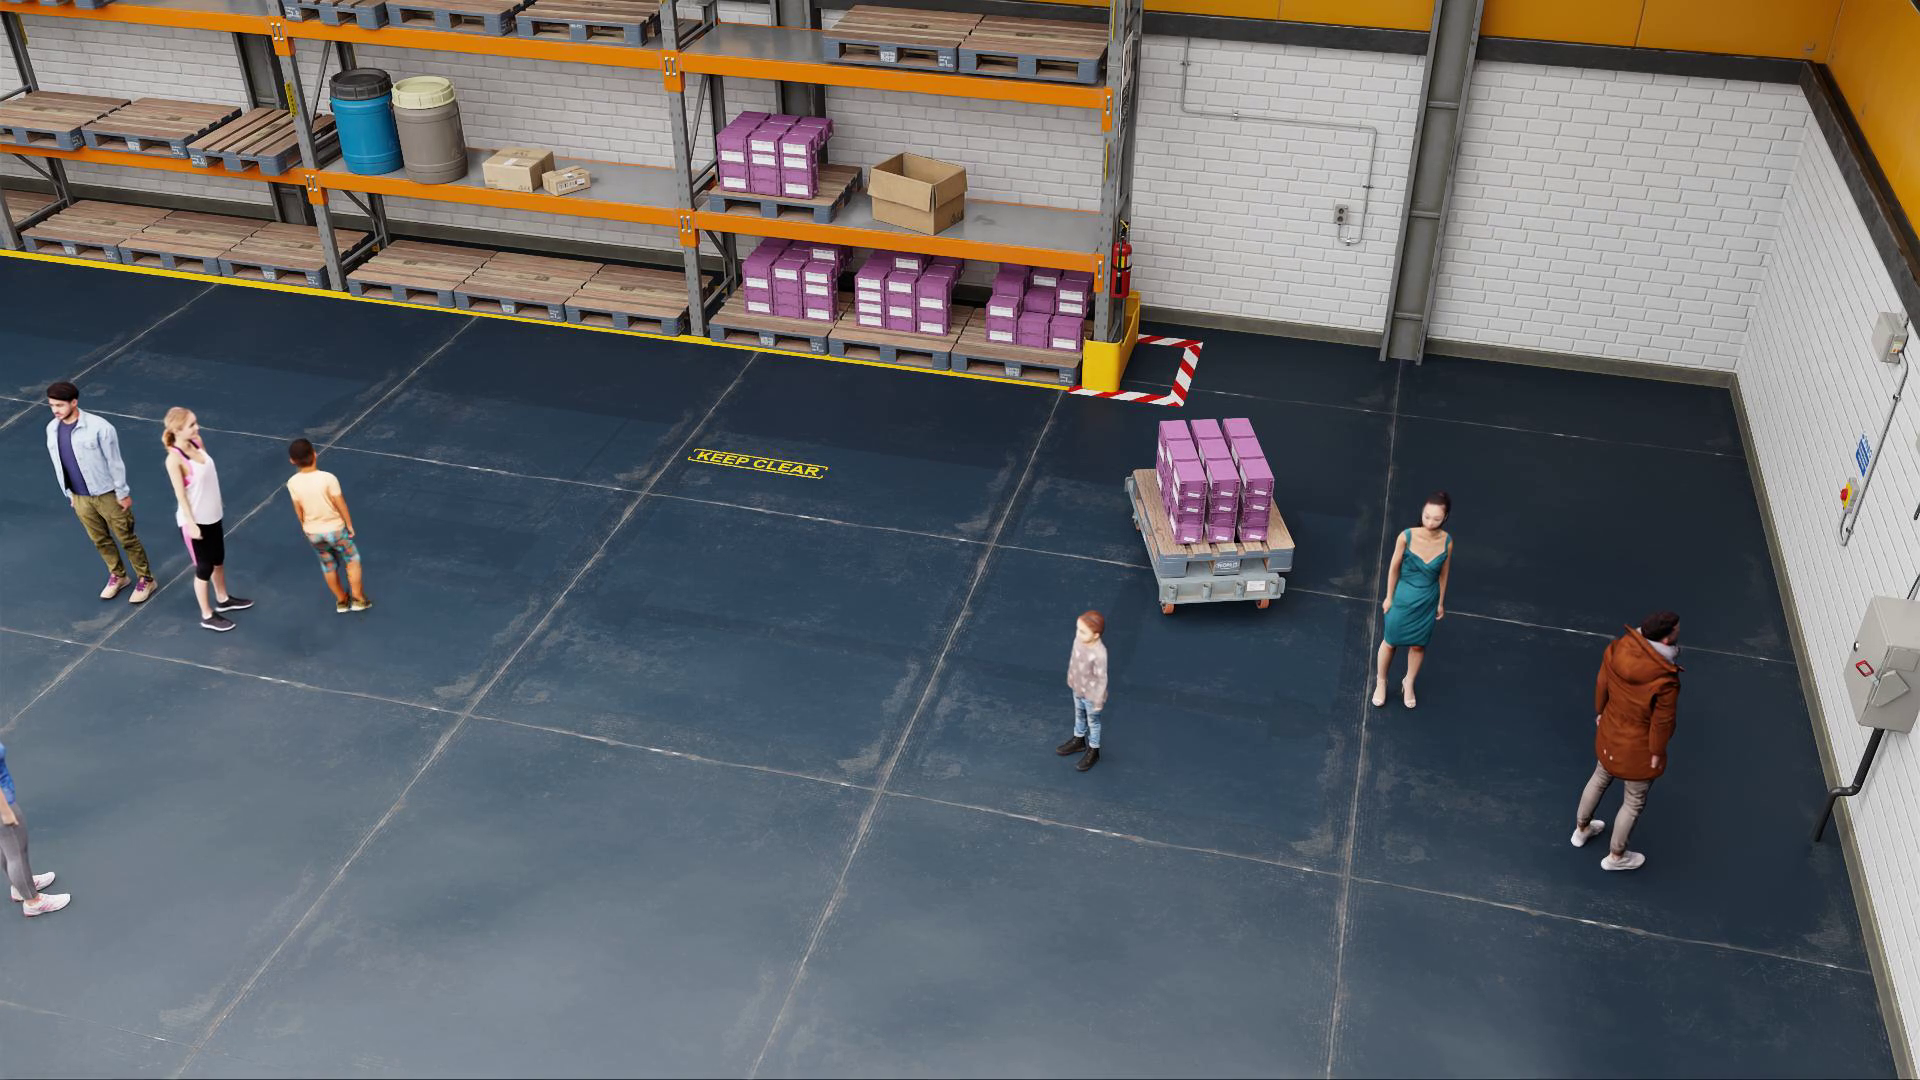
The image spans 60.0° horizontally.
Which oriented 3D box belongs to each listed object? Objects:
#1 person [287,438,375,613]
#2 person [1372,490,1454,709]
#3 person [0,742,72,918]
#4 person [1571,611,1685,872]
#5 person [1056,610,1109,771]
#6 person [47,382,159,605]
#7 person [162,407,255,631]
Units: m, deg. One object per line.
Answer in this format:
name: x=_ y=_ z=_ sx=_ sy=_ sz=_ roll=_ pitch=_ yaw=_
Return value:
person: x=-4.632 y=-0.055 z=12.090 sx=0.654 sy=1.451 sz=0.724 roll=-4 pitch=34 yaw=-5
person: x=3.050 y=0.413 z=11.171 sx=0.463 sy=1.691 sz=0.643 roll=3 pitch=34 yaw=5
person: x=-5.576 y=1.499 z=9.609 sx=0.712 sy=1.609 sz=0.626 roll=-26 pitch=41 yaw=-33
person: x=3.988 y=1.177 z=9.886 sx=0.907 sy=1.839 sz=0.855 roll=-15 pitch=36 yaw=-21
person: x=0.838 y=0.951 z=10.809 sx=0.620 sy=1.194 sz=0.556 roll=-19 pitch=38 yaw=-26
person: x=-6.326 y=-0.357 z=12.221 sx=0.535 sy=1.809 sz=0.756 roll=4 pitch=34 yaw=6
person: x=-5.474 y=-0.162 z=11.953 sx=0.590 sy=1.781 sz=0.637 roll=4 pitch=34 yaw=6
